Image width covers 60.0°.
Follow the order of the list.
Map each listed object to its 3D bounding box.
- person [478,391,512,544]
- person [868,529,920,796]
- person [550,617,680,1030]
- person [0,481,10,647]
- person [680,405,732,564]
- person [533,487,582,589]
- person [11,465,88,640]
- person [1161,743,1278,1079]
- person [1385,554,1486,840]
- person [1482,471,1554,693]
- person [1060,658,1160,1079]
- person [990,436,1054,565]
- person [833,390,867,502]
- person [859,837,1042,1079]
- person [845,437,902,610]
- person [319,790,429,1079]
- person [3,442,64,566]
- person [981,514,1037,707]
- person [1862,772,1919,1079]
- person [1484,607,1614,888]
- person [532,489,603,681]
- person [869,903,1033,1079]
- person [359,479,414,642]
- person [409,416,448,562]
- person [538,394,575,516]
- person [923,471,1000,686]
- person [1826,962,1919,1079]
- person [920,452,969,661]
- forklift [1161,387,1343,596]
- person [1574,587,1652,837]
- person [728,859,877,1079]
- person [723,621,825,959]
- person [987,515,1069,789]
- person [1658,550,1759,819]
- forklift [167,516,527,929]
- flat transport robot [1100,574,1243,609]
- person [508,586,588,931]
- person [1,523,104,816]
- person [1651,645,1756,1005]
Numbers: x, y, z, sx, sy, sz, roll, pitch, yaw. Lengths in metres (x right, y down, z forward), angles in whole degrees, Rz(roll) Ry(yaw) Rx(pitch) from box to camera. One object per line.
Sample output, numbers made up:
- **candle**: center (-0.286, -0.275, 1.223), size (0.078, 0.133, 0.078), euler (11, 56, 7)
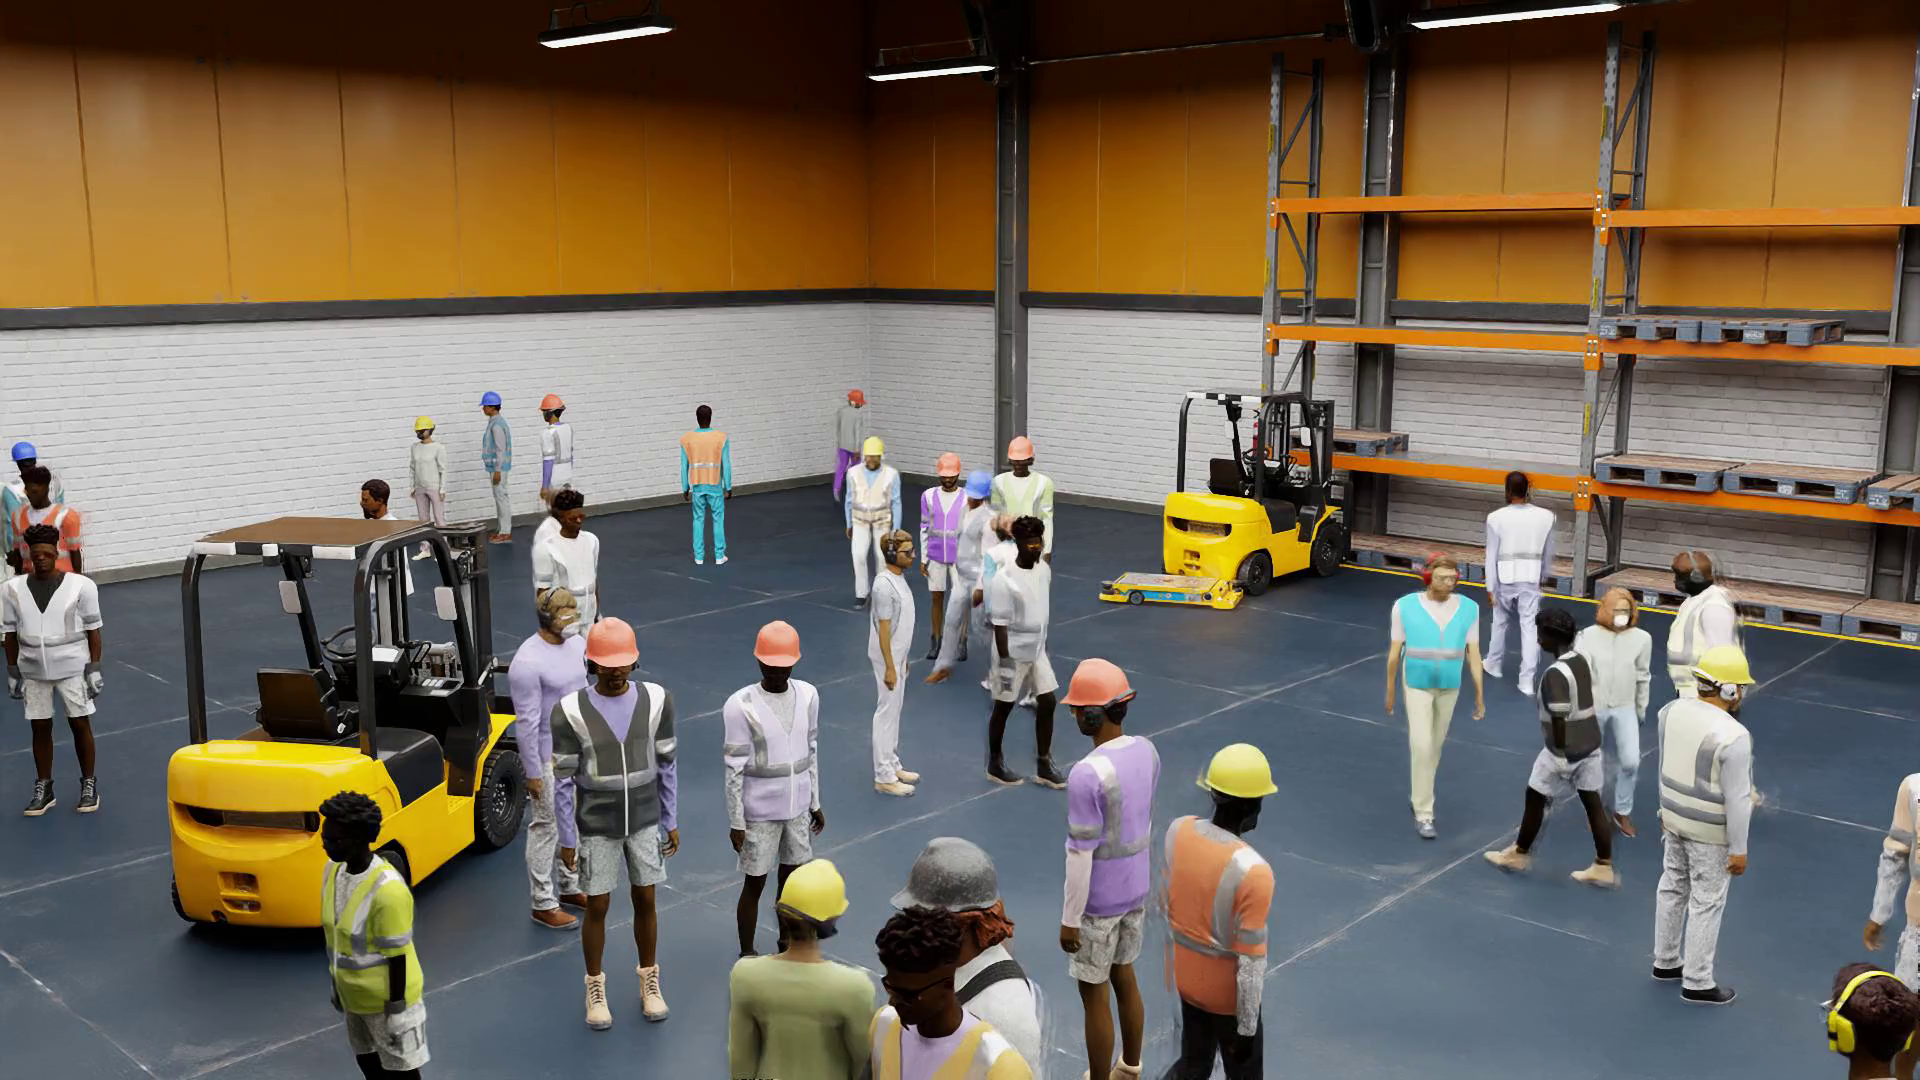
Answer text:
- **person**: center (-5.936, -0.930, 21.304), size (0.394, 1.945, 0.618), euler (-3, 10, -16)
- **person**: center (-0.455, 0.837, 11.536), size (0.346, 1.847, 0.506), euler (2, 10, 9)
- **person**: center (-1.645, 1.362, 8.032), size (0.600, 2.035, 0.402), euler (-5, 11, -26)
- **person**: center (-9.230, 0.091, 15.610), size (0.641, 1.908, 0.407), euler (-9, 13, -41)
- **person**: center (-3.027, -0.652, 19.835), size (0.599, 1.908, 0.404), euler (0, 10, 1)
- **person**: center (-3.187, 0.478, 13.615), size (0.513, 1.828, 0.648), euler (2, 10, 9)
- **person**: center (-7.823, 0.297, 14.337), size (0.613, 1.942, 0.820), euler (1, 10, 8)
- **person**: center (0.950, 1.708, 6.398), size (0.679, 1.905, 0.598), euler (-6, 12, -32)
- **person**: center (3.088, 0.996, 10.697), size (0.594, 1.811, 0.816), euler (-1, 10, -5)
- **person**: center (4.788, 0.340, 14.321), size (0.588, 1.866, 0.979), euler (1, 10, 6)
- **person**: center (0.610, 1.511, 7.181), size (0.411, 2.032, 0.611), euler (7, 12, 35)
- **person**: center (0.573, 0.039, 15.564), size (0.604, 2.034, 0.417), euler (2, 10, 11)
- **person**: center (-1.630, -1.408, 24.778), size (0.568, 1.682, 0.732), euler (7, 12, 33)
- **person**: center (-0.056, 1.879, 5.047), size (0.538, 2.000, 0.684), euler (-4, 11, -20)
- **person**: center (-0.918, -0.165, 17.343), size (0.617, 1.805, 0.701), euler (1, 10, 6)
- **person**: center (-2.315, 1.793, 6.567), size (0.547, 1.685, 0.323), euler (8, 13, 40)
- **person**: center (-8.800, 0.031, 15.852), size (0.402, 1.940, 0.602), euler (5, 11, 25)
- **person**: center (0.421, 0.570, 13.777), size (0.526, 1.586, 0.863), euler (-5, 11, -25)
- **person**: center (4.094, 1.608, 6.915), size (0.414, 1.923, 0.586), euler (-6, 11, -29)
- **person**: center (3.563, 1.218, 9.897), size (0.827, 1.643, 0.554), euler (10, 14, 44)
- **person**: center (-2.953, 0.580, 12.653), size (0.362, 1.963, 0.613), euler (7, 12, 35)
- **person**: center (-0.061, 1.975, 4.768), size (0.384, 1.952, 0.610), euler (-10, 14, -44)
- **person**: center (-4.661, 0.452, 13.519), size (0.374, 1.917, 0.599), euler (-7, 12, -36)
- **person**: center (-6.410, -0.617, 20.040), size (0.525, 1.769, 0.315), euler (4, 11, 20)
- **person**: center (-4.826, -0.719, 19.833), size (0.377, 2.044, 0.608), euler (3, 10, 15)
- **person**: center (0.116, 0.345, 14.249), size (0.702, 1.894, 0.648), euler (-5, 11, -26)
- **person**: center (2.415, 2.060, 4.538), size (0.511, 1.862, 0.325), euler (-2, 10, -10)
- **person**: center (-0.103, 0.154, 15.197), size (0.544, 1.929, 0.388), euler (2, 10, 12)
- **forklift**: center (3.298, -0.608, 18.767), size (1.214, 2.155, 2.313), euler (9, 13, 42)
- **person**: center (4.156, 1.108, 10.628), size (0.511, 1.619, 0.447), euler (1, 10, 8)
- **person**: center (-0.511, 1.928, 5.578), size (0.548, 1.760, 0.331), euler (2, 10, 14)
- **person**: center (-0.914, 1.346, 8.382), size (0.551, 1.933, 0.369), euler (-8, 13, -39)
- **person**: center (0.488, 0.788, 11.514), size (0.778, 1.944, 0.658), euler (9, 13, 41)
- **person**: center (4.874, 0.978, 10.858), size (0.544, 1.809, 0.674), euler (2, 10, 14)
- **forklift**: center (-3.583, 0.976, 9.748), size (1.214, 2.155, 2.313), euler (2, 10, 11)
- **flat transport robot**: center (2.262, 0.531, 17.757), size (1.431, 0.197, 0.652), euler (3, 10, 18)
- **person**: center (-2.240, 1.200, 9.246), size (0.385, 1.929, 0.634), euler (3, 11, 19)
- **person**: center (-6.035, 0.857, 11.077), size (0.610, 1.966, 0.363), euler (-2, 10, -11)
- **person**: center (3.720, 1.417, 8.312), size (0.403, 1.821, 0.601), euler (-2, 10, -14)
